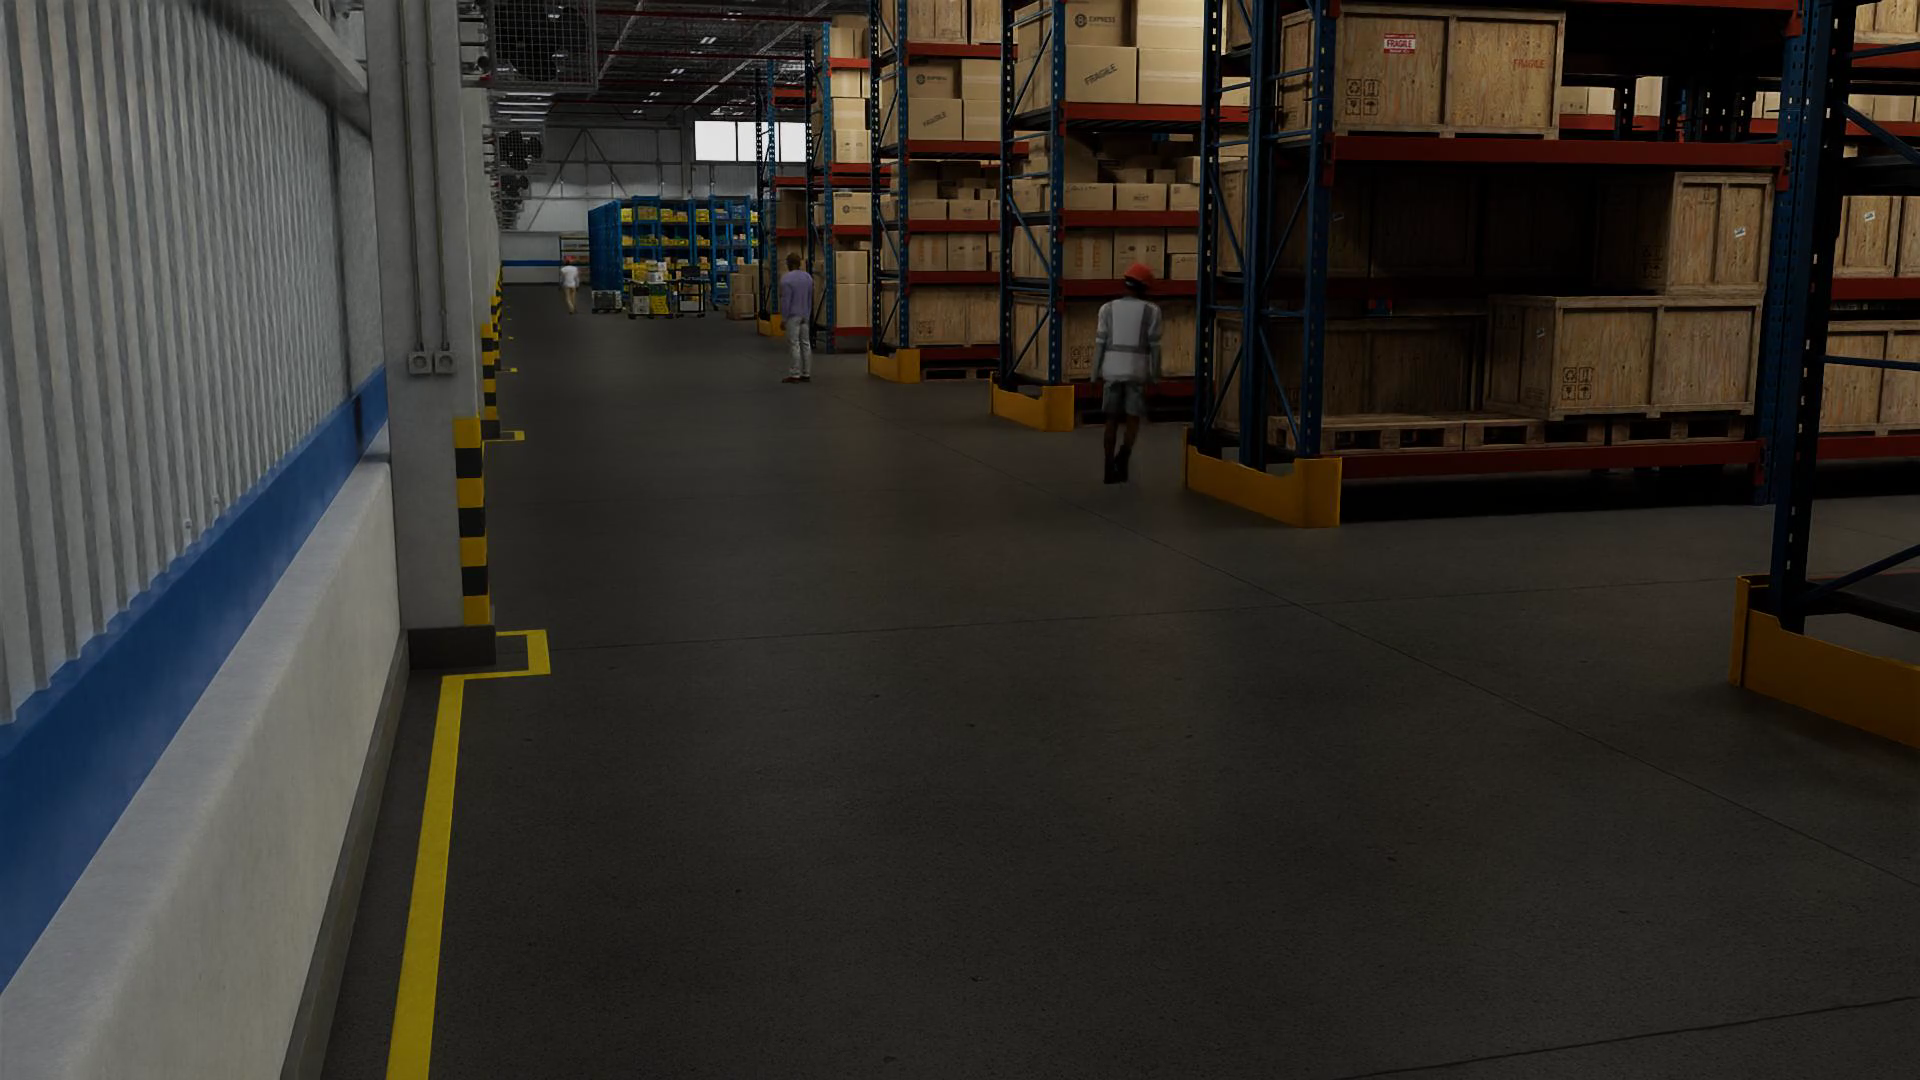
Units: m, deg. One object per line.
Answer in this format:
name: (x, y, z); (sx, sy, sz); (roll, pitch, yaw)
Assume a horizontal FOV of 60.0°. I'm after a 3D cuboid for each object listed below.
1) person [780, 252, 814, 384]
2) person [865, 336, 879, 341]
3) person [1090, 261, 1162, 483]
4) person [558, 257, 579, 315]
person: (-2.432, -3.287, 24.650); (0.372, 1.940, 0.630); (7, 12, 35)
person: (-1.859, -5.046, 35.481); (0.459, 1.617, 0.549); (5, 11, 24)
person: (1.384, -1.395, 14.041); (0.616, 1.907, 0.606); (3, 10, 16)
person: (-11.712, -7.593, 49.711); (0.562, 1.691, 0.932); (-6, 12, -30)
